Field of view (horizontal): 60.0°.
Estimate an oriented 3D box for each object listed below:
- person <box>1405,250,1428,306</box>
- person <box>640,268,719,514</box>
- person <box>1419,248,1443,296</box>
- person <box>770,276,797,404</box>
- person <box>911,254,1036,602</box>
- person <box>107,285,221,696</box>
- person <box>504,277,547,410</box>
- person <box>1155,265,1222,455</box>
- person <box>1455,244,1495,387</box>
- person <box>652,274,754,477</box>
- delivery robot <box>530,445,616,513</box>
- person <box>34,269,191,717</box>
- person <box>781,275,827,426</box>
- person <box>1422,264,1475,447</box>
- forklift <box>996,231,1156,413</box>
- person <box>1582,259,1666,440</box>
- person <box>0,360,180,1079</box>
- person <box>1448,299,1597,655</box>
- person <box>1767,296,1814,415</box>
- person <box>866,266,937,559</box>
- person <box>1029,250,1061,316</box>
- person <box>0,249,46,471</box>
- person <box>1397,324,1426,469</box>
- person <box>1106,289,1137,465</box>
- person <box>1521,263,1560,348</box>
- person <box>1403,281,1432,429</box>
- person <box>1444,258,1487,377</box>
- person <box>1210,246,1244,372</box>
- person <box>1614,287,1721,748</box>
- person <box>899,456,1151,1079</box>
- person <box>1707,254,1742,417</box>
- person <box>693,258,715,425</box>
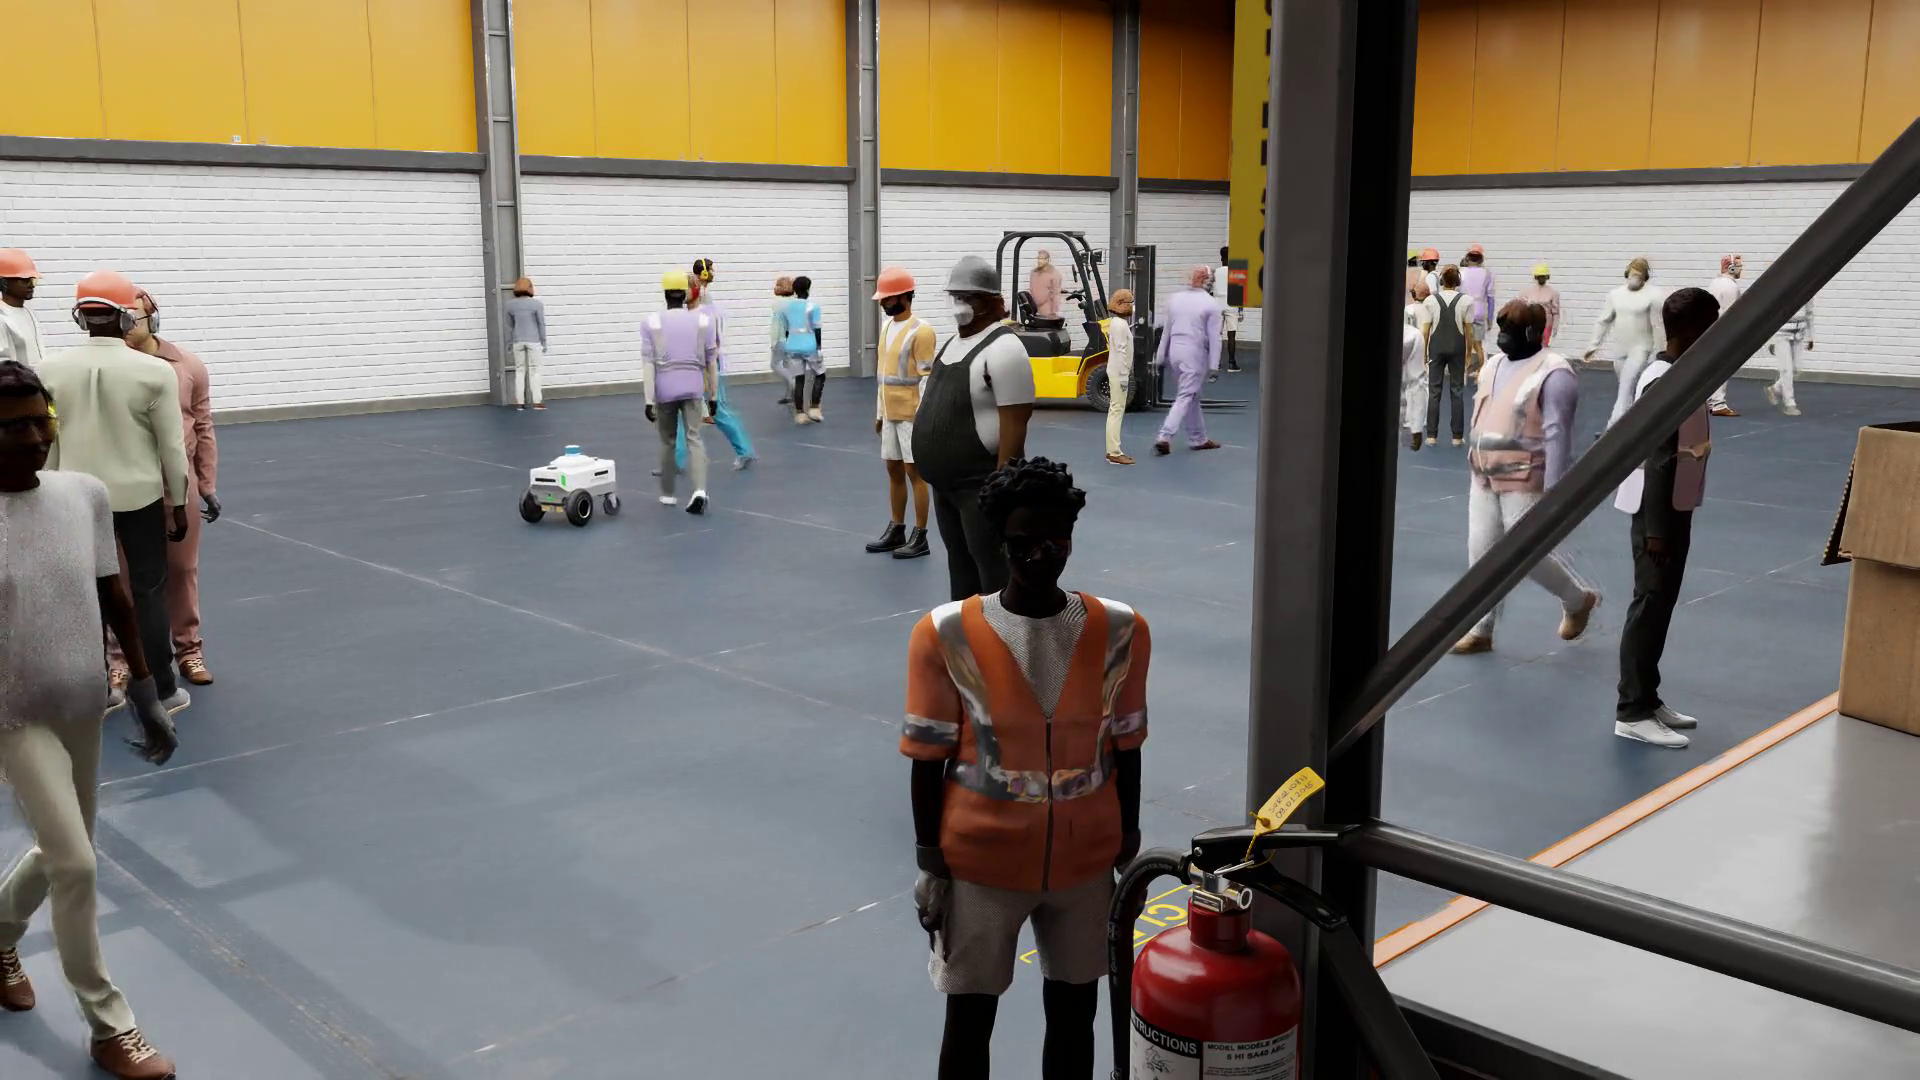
[{"bbox_3d":[7.509,-3.850,27.577,0.638,1.886,0.404,7,13,35],"label":"person"},{"bbox_3d":[-2.146,-1.149,12.874,0.612,1.889,0.918,-4,11,-20],"label":"person"},{"bbox_3d":[6.891,-3.308,24.463,0.373,1.934,0.551,5,12,26],"label":"person"},{"bbox_3d":[-2.166,-2.496,20.909,0.420,1.617,0.515,7,12,33],"label":"person"},{"bbox_3d":[0.028,-0.348,8.044,0.539,2.000,0.688,-5,12,-27],"label":"person"},{"bbox_3d":[-3.797,-0.230,7.773,0.645,1.903,0.400,-7,12,-33],"label":"person"},{"bbox_3d":[-5.311,-2.387,20.296,0.524,1.620,0.379,1,10,6],"label":"person"},{"bbox_3d":[2.223,-1.758,16.280,0.961,1.852,0.703,-8,13,-36],"label":"person"},{"bbox_3d":[7.212,-3.161,23.524,0.631,2.019,0.518,1,10,4],"label":"person"},{"bbox_3d":[-2.301,-1.481,14.905,0.986,1.798,0.590,-10,14,-43],"label":"person"},{"bbox_3d":[-2.901,-0.466,12.486,0.477,0.478,0.707,4,11,22],"label":"delivery robot"},{"bbox_3d":[-3.708,-0.189,7.346,0.607,1.986,0.412,-2,11,-9],"label":"person"},{"bbox_3d":[-1.746,-2.130,18.726,0.549,1.671,0.475,5,12,27],"label":"person"},{"bbox_3d":[4.928,-1.864,16.843,0.507,1.847,0.351,4,11,20],"label":"person"},{"bbox_3d":[1.222,-2.721,20.561,2.313,2.155,1.214,2,11,13],"label":"forklift"},{"bbox_3d":[6.678,-1.867,16.736,0.965,1.885,0.661,-6,12,-28],"label":"person"},{"bbox_3d":[-2.400,0.441,4.317,0.893,1.840,0.531,5,12,25],"label":"person"},{"bbox_3d":[2.877,-0.312,8.456,0.733,1.822,0.631,-4,11,-20],"label":"person"},{"bbox_3d":[9.870,-2.428,19.894,0.614,1.861,0.570,-1,10,-6],"label":"person"},{"bbox_3d":[-0.399,-0.838,11.024,0.374,1.928,0.542,-8,13,-36],"label":"person"},{"bbox_3d":[1.319,-3.737,26.896,0.654,1.894,0.432,10,14,43],"label":"person"},{"bbox_3d":[-6.201,-0.900,11.046,0.387,2.041,0.615,-1,10,-7],"label":"person"},{"bbox_3d":[2.685,-0.746,10.706,0.601,1.856,0.729,3,11,14],"label":"person"},{"bbox_3d":[1.510,-1.527,15.584,0.285,1.633,0.497,0,10,0],"label":"person"},{"bbox_3d":[8.024,-2.966,23.071,0.558,1.753,0.513,5,11,25],"label":"person"},{"bbox_3d":[5.086,-2.050,18.453,0.515,1.628,0.322,-3,11,-18],"label":"person"},{"bbox_3d":[7.628,-3.361,25.164,0.621,1.789,0.928,-10,14,-42],"label":"person"},{"bbox_3d":[4.166,-3.617,26.066,0.606,1.967,0.367,6,12,29],"label":"person"},{"bbox_3d":[2.982,-0.104,7.046,0.379,1.916,0.597,6,12,29],"label":"person"},{"bbox_3d":[0.143,0.667,3.450,0.535,1.697,0.318,-3,11,-13],"label":"person"},{"bbox_3d":[9.080,-2.425,19.730,0.403,1.911,0.637,1,10,4],"label":"person"},{"bbox_3d":[-2.889,-2.242,18.836,0.328,1.873,0.518,-6,12,-31],"label":"person"}]
